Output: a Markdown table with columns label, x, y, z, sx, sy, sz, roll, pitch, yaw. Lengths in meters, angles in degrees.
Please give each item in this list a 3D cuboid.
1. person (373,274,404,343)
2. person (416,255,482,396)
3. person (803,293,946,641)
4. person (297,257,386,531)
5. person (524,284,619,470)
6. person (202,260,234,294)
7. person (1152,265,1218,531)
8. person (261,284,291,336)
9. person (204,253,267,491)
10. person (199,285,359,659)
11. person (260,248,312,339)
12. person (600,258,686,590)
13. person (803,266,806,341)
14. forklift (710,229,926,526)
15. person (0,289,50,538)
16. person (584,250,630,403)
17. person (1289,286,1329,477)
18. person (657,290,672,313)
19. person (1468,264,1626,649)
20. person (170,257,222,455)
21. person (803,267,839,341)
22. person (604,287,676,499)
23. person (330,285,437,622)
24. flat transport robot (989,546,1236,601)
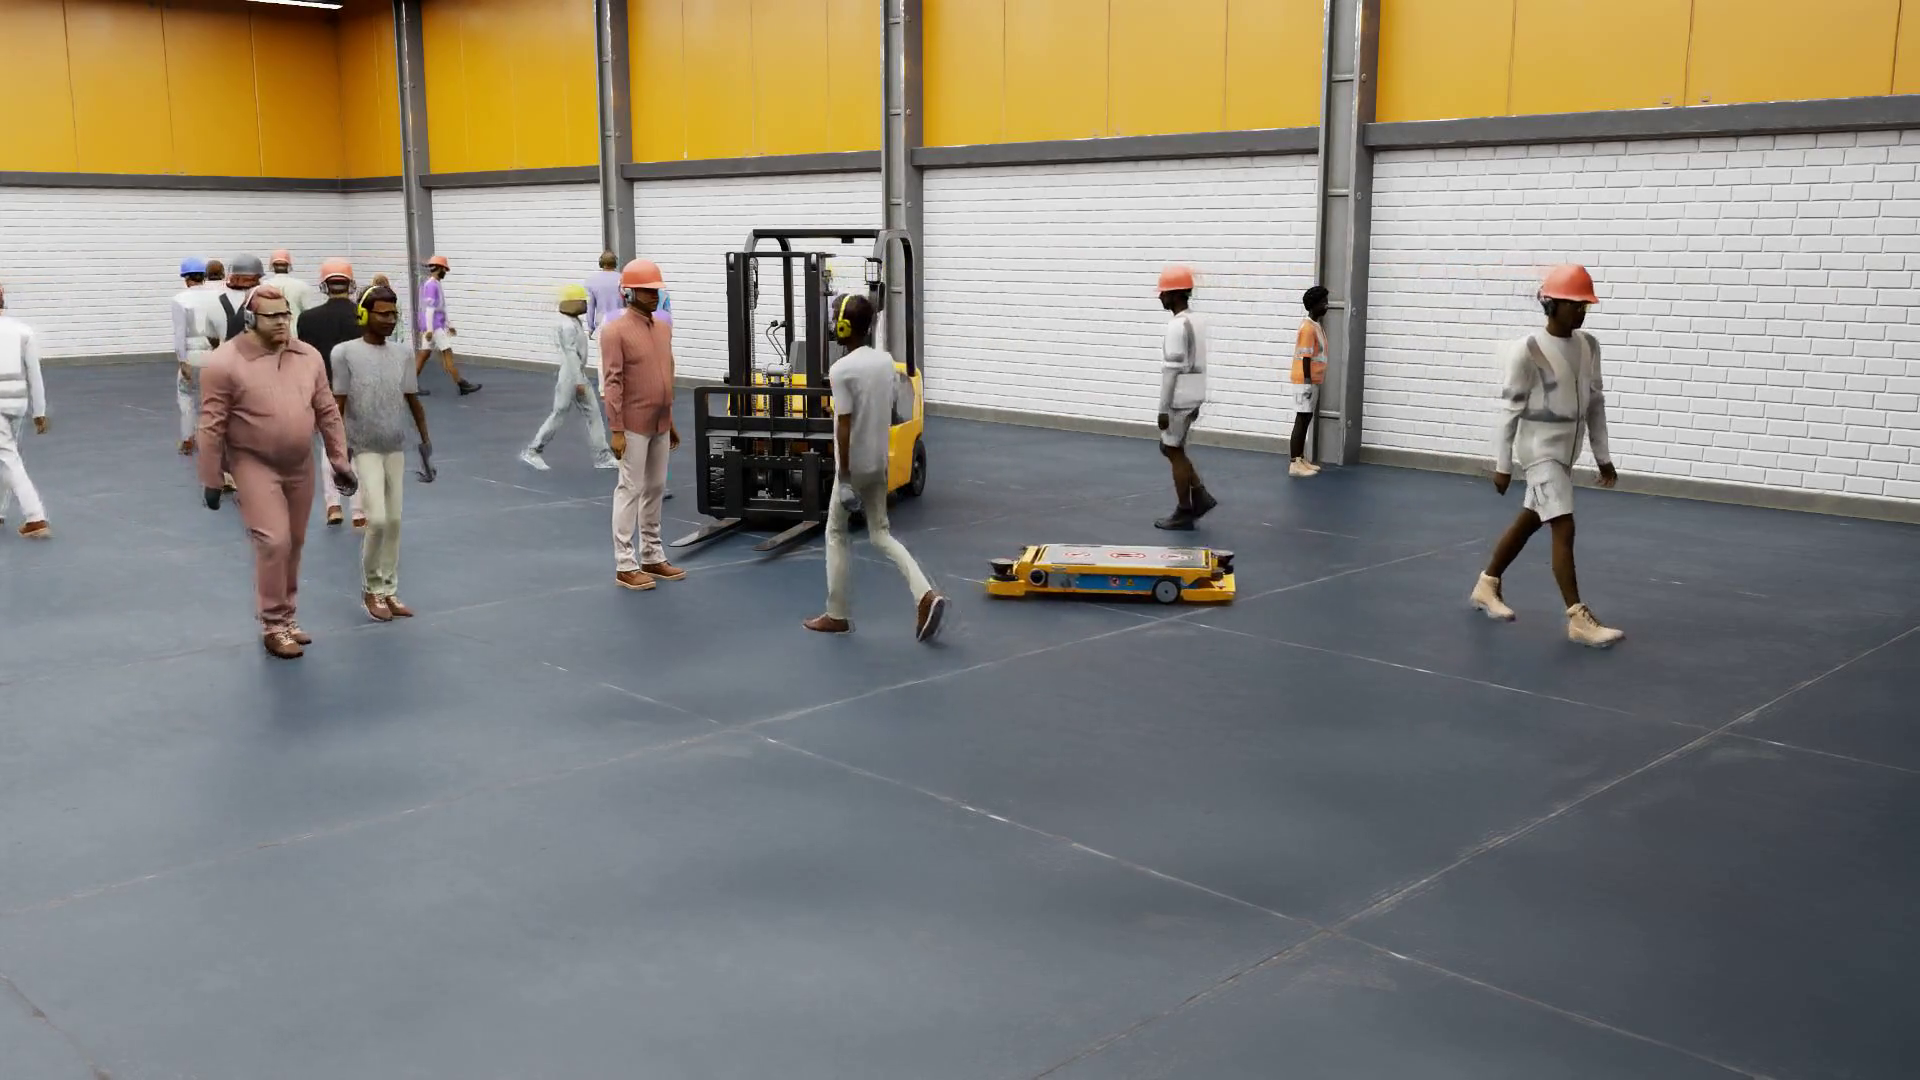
| label | x | y | z | sx | sy | sz | roll | pitch | yaw |
| --- | --- | --- | --- | --- | --- | --- | --- | --- | --- |
| person | -7.721 | -2.755 | 22.306 | 0.514 | 1.616 | 0.375 | -3 | 11 | -14 |
| person | -6.941 | -2.846 | 22.145 | 0.994 | 1.865 | 0.547 | -4 | 11 | -19 |
| person | -0.467 | -0.373 | 8.740 | 0.807 | 1.842 | 0.520 | 8 | 13 | 39 |
| person | -4.440 | -1.048 | 12.059 | 0.622 | 1.972 | 0.530 | -3 | 11 | -14 |
| person | -3.553 | -1.483 | 15.153 | 0.905 | 1.702 | 0.491 | 0 | 10 | 1 |
| person | -8.715 | -2.367 | 19.598 | 0.626 | 1.844 | 0.429 | -5 | 11 | -23 |
| person | 1.574 | -1.016 | 12.009 | 0.414 | 1.917 | 0.569 | 5 | 11 | 25 |
| person | -7.096 | -1.792 | 17.010 | 0.524 | 1.642 | 0.309 | -6 | 12 | -31 |
| person | -5.984 | -1.439 | 13.991 | 0.689 | 2.000 | 0.996 | 1 | 10 | 7 |
| person | -3.445 | -0.349 | 8.481 | 0.707 | 1.879 | 0.682 | 7 | 12 | 33 |
| person | -7.749 | -2.347 | 19.105 | 0.633 | 1.978 | 0.540 | -3 | 11 | -17 |
| person | -1.917 | -0.706 | 10.121 | 0.389 | 1.992 | 0.625 | 5 | 12 | 25 |
| person | -1.483 | -2.046 | 17.848 | 0.725 | 1.851 | 0.517 | 6 | 12 | 28 |
| forklift | -1.050 | -1.319 | 12.920 | 1.214 | 2.155 | 2.313 | 2 | 11 | 13 |
| person | -6.832 | -0.929 | 11.816 | 1.003 | 1.837 | 0.568 | 5 | 12 | 27 |
| person | -4.452 | -2.715 | 21.228 | 0.631 | 1.940 | 0.370 | -2 | 11 | -11 |
| person | 3.103 | -1.409 | 14.791 | 0.320 | 1.691 | 0.528 | 3 | 11 | 18 |
| person | -4.126 | -2.792 | 22.300 | 0.540 | 1.698 | 0.317 | -5 | 12 | -27 |
| person | 3.150 | -0.472 | 8.903 | 0.601 | 1.994 | 1.065 | -7 | 12 | -32 |
| person | -7.379 | -1.772 | 16.132 | 0.715 | 1.915 | 0.589 | 9 | 14 | 41 |
| person | -1.212 | -1.736 | 16.118 | 1.010 | 1.875 | 0.635 | 7 | 13 | 34 |
| person | -2.553 | -1.212 | 13.368 | 0.583 | 1.813 | 0.816 | -3 | 11 | -18 |
| person | -3.159 | -0.470 | 9.203 | 0.473 | 1.855 | 0.570 | 8 | 13 | 39 |
| flat transport robot | 0.922 | 0.186 | 9.960 | 1.431 | 0.197 | 0.652 | 1 | 11 | 8 |
